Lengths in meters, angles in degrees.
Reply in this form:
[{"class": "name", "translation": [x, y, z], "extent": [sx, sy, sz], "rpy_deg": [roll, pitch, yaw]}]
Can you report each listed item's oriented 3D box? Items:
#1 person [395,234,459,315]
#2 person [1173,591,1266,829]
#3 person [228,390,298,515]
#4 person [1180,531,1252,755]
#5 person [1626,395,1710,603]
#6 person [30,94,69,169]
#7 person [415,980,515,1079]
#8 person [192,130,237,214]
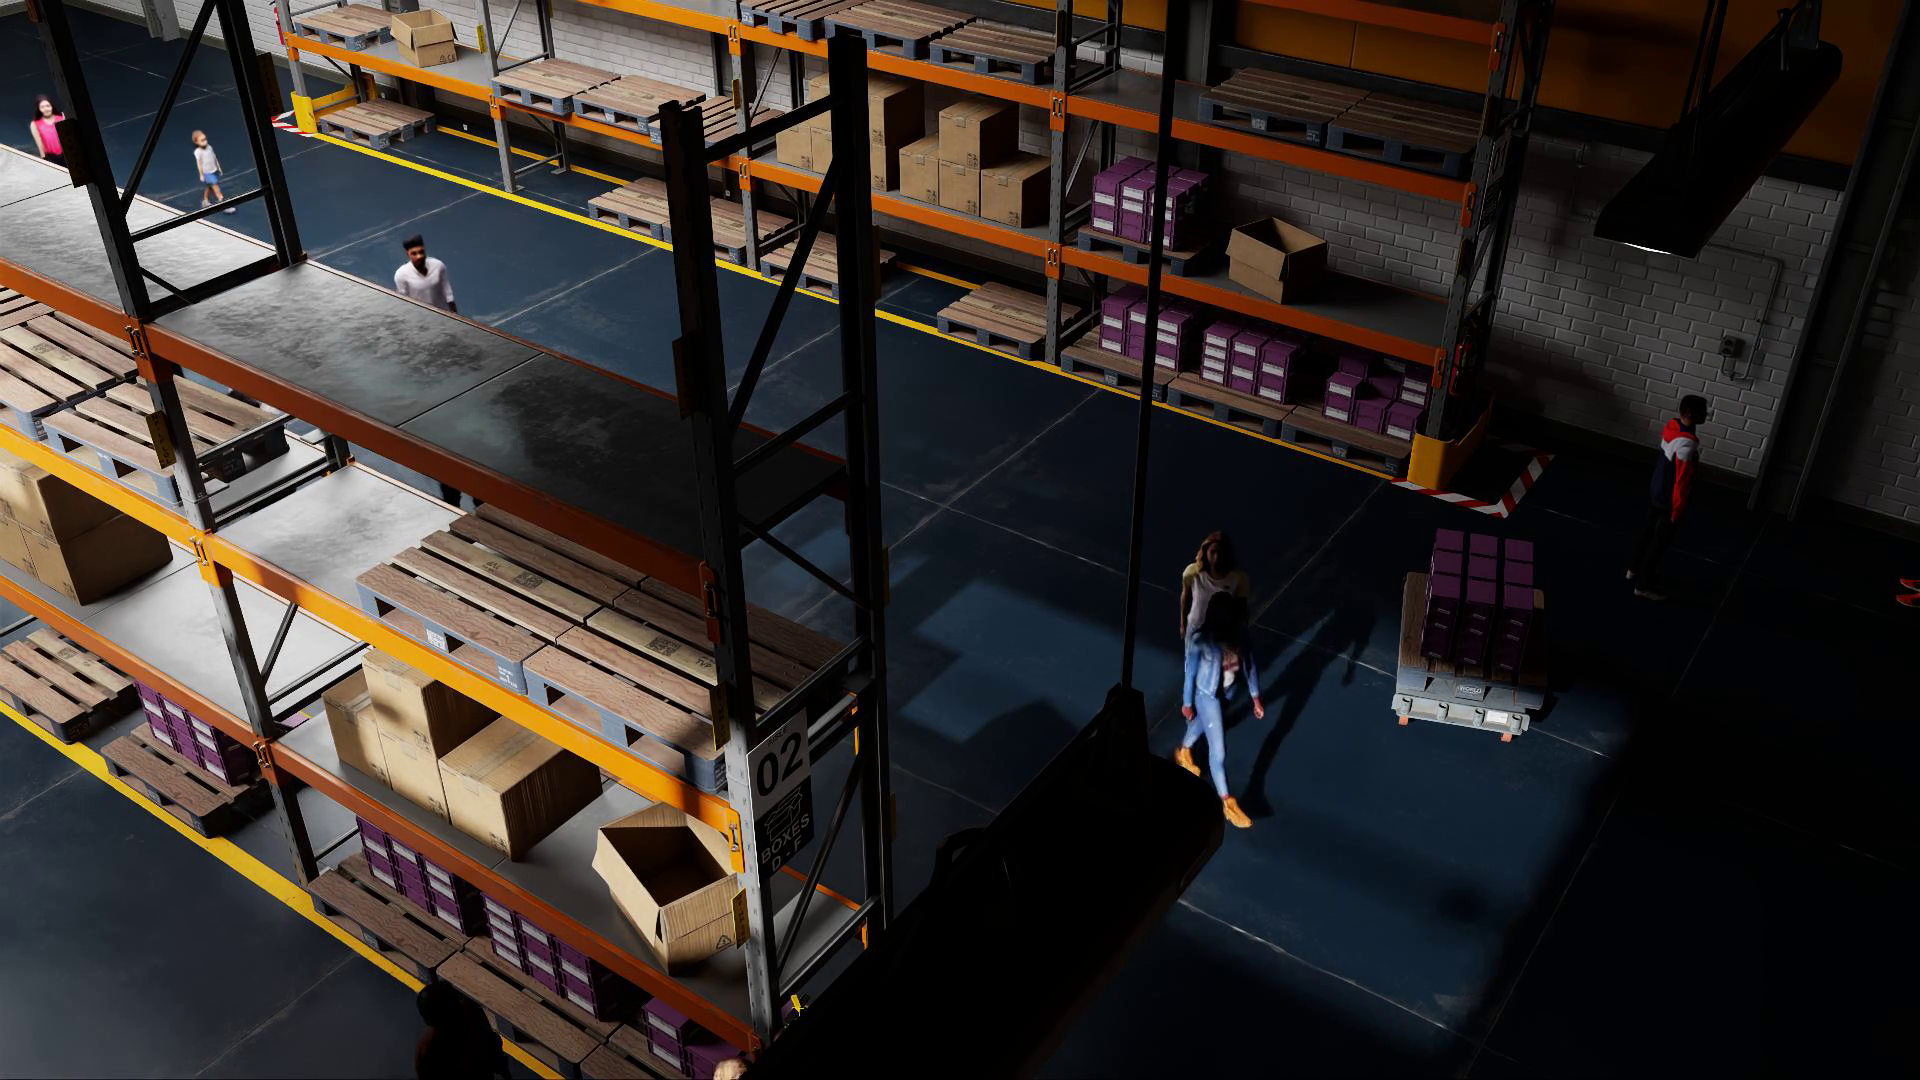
[{"class": "person", "translation": [-5.007, -2.094, 15.763], "extent": [0.899, 1.790, 1.198], "rpy_deg": [-21, 39, -29]}, {"class": "person", "translation": [1.652, 1.014, 11.194], "extent": [0.927, 1.672, 1.238], "rpy_deg": [-20, 39, -27]}, {"class": "person", "translation": [-5.592, -0.437, 13.341], "extent": [0.963, 1.713, 0.604], "rpy_deg": [22, 39, 29]}, {"class": "person", "translation": [1.778, 0.611, 11.779], "extent": [0.986, 1.695, 0.949], "rpy_deg": [3, 34, 5]}, {"class": "person", "translation": [5.617, -0.362, 13.188], "extent": [0.698, 1.756, 0.714], "rpy_deg": [5, 34, 8]}, {"class": "person", "translation": [-10.440, -4.368, 19.329], "extent": [0.762, 1.630, 1.111], "rpy_deg": [-26, 42, -33]}, {"class": "person", "translation": [-2.563, 2.813, 8.415], "extent": [1.154, 1.753, 0.839], "rpy_deg": [9, 35, 14]}, {"class": "person", "translation": [-9.064, -4.437, 19.998], "extent": [0.774, 1.004, 0.550], "rpy_deg": [11, 35, 16]}]
